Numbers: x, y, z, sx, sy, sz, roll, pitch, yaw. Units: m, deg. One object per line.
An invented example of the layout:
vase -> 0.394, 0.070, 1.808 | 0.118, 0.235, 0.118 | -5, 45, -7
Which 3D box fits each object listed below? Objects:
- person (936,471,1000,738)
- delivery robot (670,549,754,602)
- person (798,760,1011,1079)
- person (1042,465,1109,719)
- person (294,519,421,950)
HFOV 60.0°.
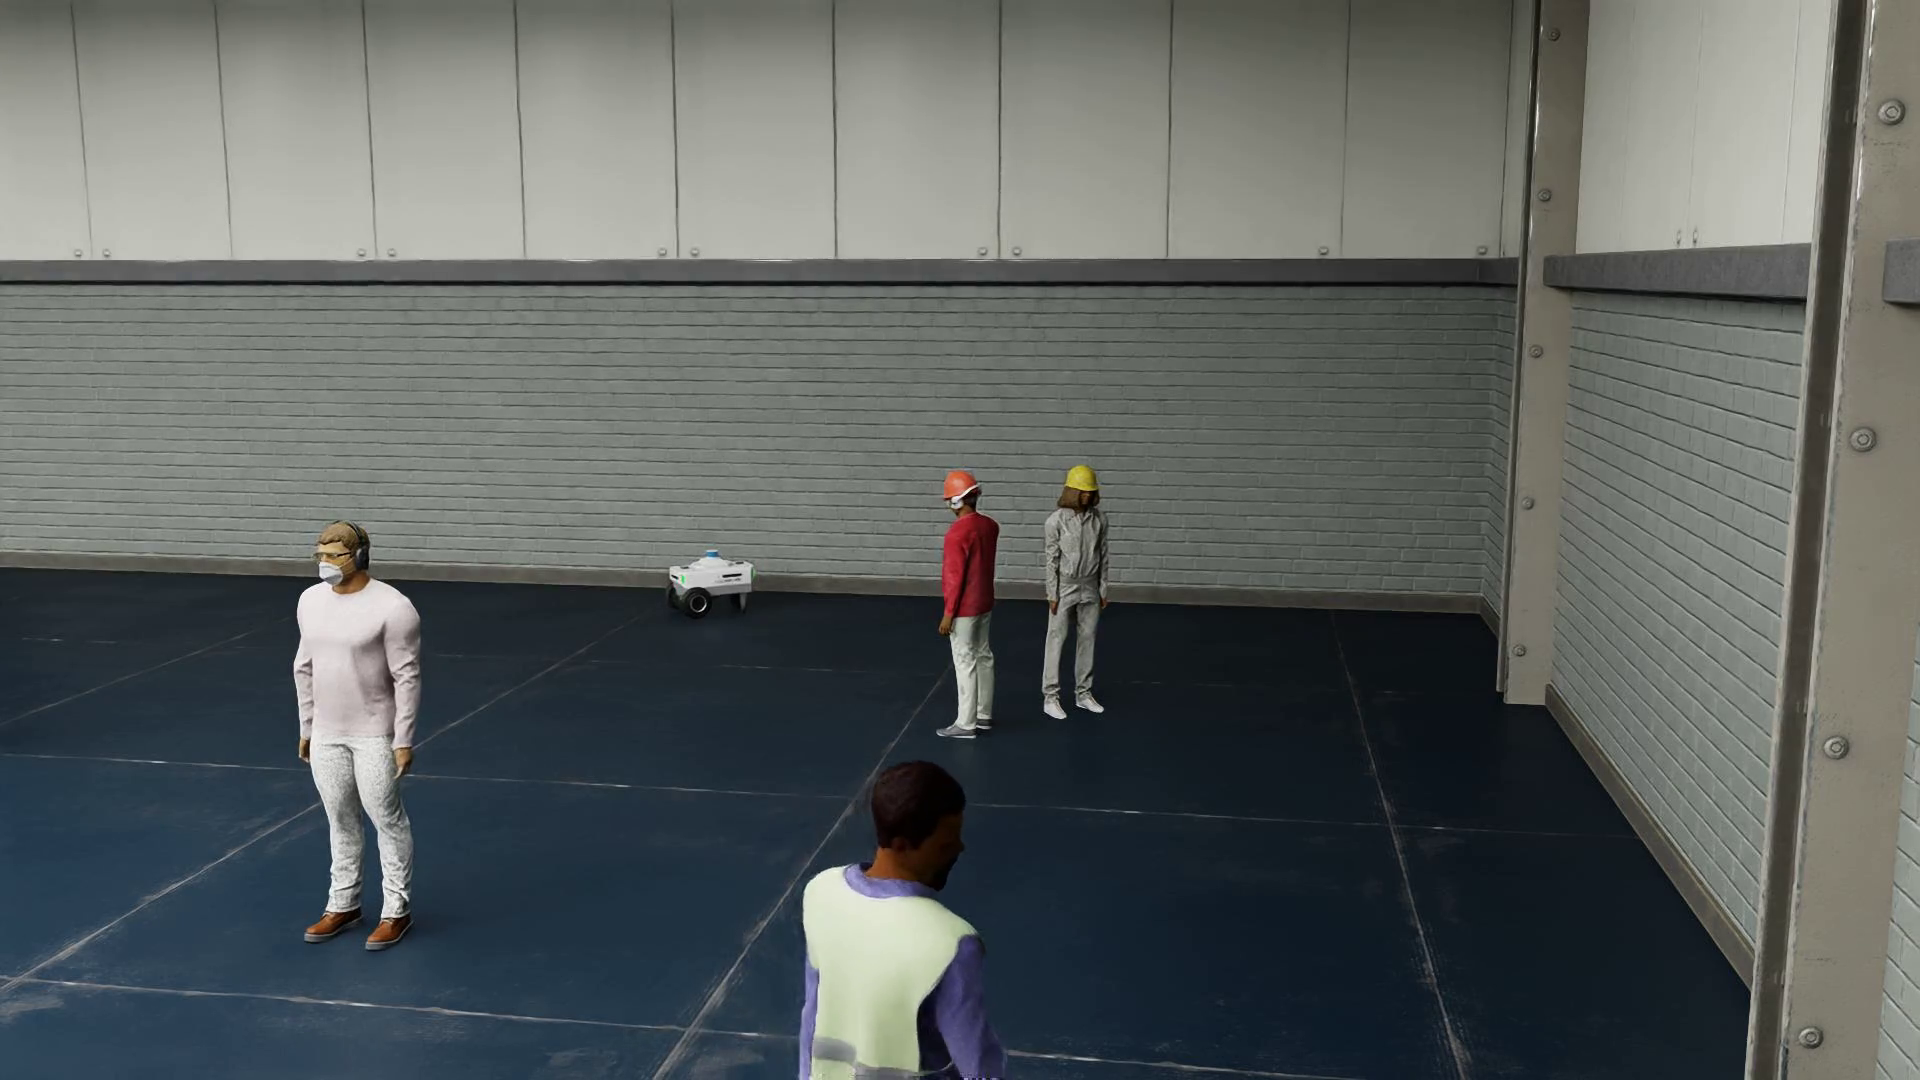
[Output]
person -> 0.030, 0.416, 10.841 | 0.339, 1.742, 0.563 | 5, 11, 29
delivery robot -> -2.197, 0.328, 14.758 | 0.707, 0.478, 0.477 | -5, 11, -30
person -> -0.108, 1.441, 4.057 | 0.515, 1.895, 0.625 | -7, 12, -38
person -> 0.801, 0.349, 11.302 | 0.482, 1.733, 0.352 | -5, 10, -28
person -> -2.704, 0.867, 7.462 | 0.627, 1.941, 0.371 | 3, 10, 18
